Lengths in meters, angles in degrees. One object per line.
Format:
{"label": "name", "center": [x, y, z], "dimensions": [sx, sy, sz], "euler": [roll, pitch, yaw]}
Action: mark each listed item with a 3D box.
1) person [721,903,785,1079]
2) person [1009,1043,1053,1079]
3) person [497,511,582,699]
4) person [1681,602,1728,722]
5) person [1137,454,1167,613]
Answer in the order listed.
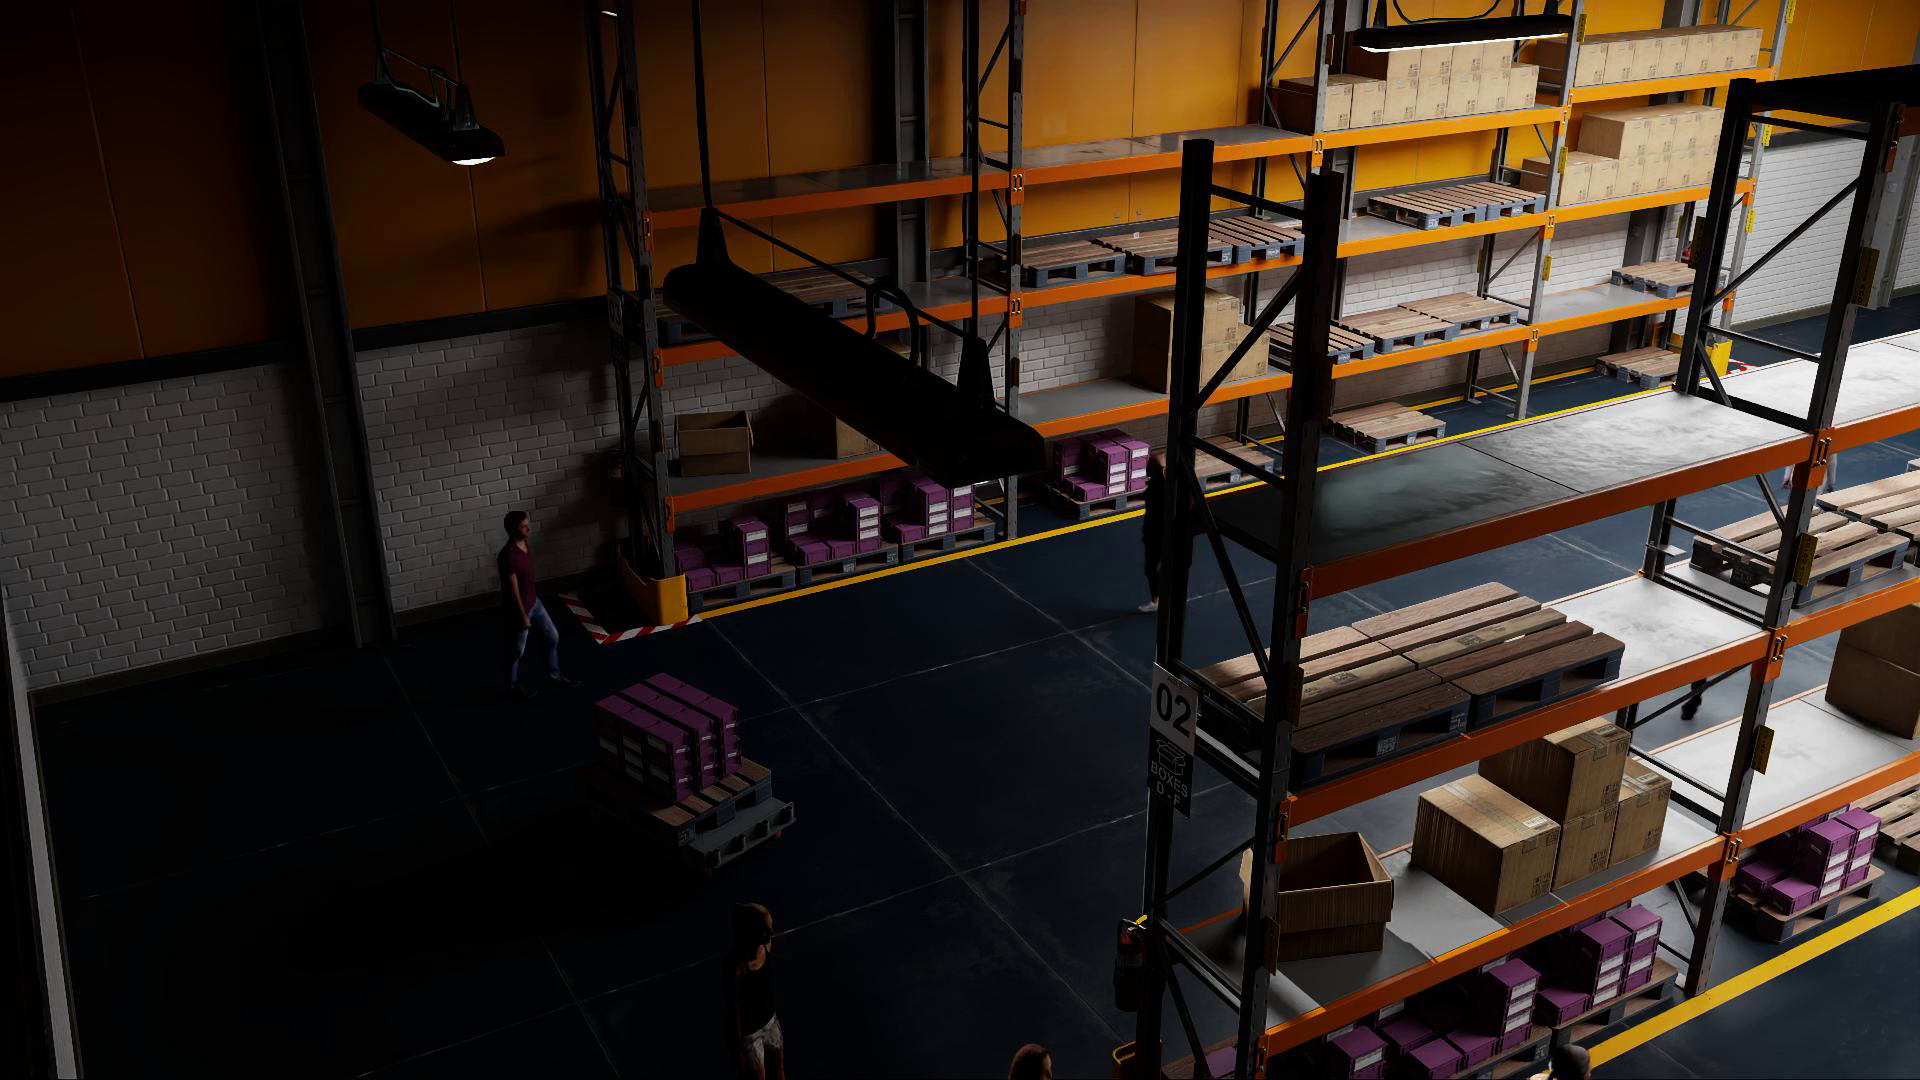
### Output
{"label": "person", "center": [-1.291, 2.849, 9.735], "dimensions": [0.912, 1.832, 0.917], "euler": [13, 27, 27]}
{"label": "person", "center": [0.301, 3.337, 9.072], "dimensions": [0.734, 1.469, 0.623], "euler": [15, 28, 30]}
{"label": "person", "center": [-4.015, 0.589, 14.912], "dimensions": [1.057, 1.827, 0.969], "euler": [2, 24, 6]}
{"label": "person", "center": [6.651, 0.947, 14.793], "dimensions": [0.695, 1.265, 0.543], "euler": [-17, 29, -34]}
{"label": "person", "center": [2.040, -0.050, 16.548], "dimensions": [0.723, 1.688, 0.692], "euler": [-7, 25, -16]}
